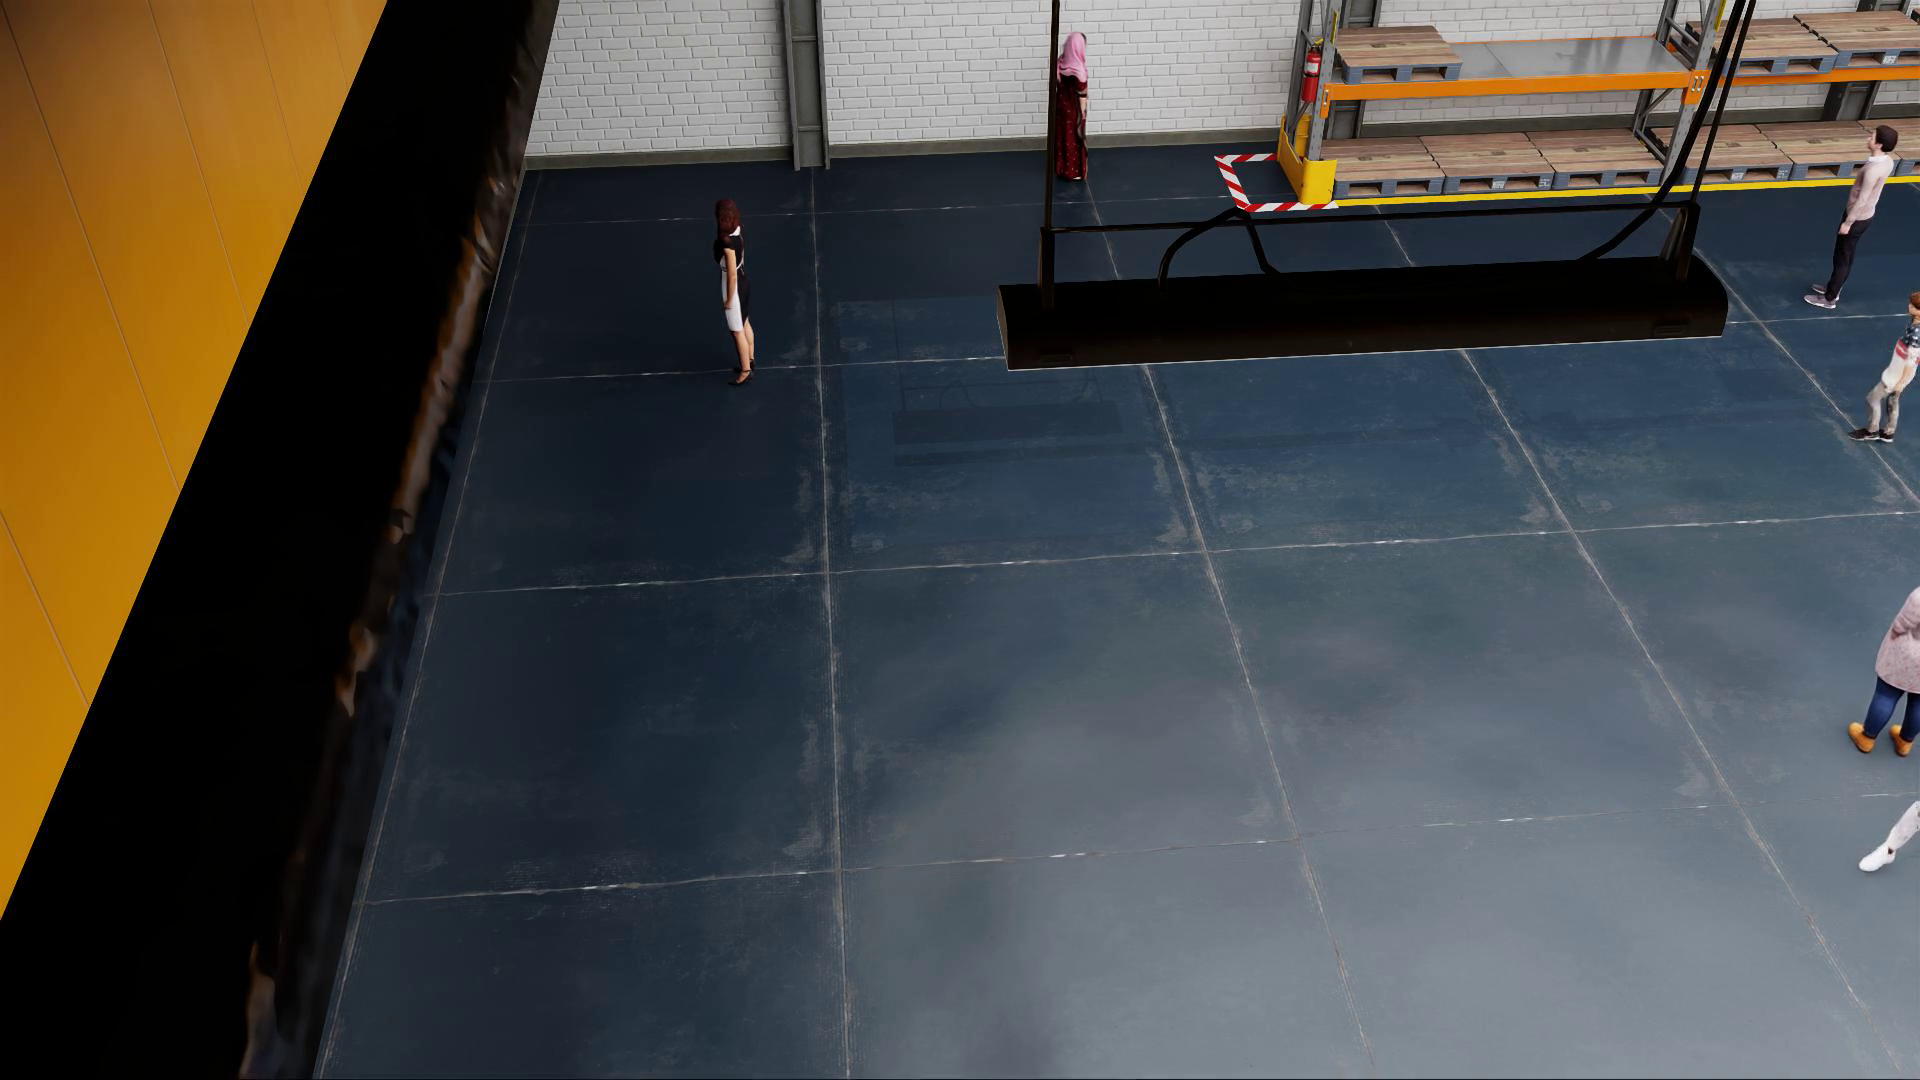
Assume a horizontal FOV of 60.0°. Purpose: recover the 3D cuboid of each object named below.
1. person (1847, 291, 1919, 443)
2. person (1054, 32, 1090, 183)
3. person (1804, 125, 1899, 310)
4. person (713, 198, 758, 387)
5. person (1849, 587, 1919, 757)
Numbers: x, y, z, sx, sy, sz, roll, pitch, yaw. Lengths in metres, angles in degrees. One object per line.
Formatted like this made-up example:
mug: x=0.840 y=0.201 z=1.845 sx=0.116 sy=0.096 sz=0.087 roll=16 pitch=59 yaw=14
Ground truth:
person: x=7.969 y=-1.417 z=13.951 sx=0.712 sy=1.428 sz=0.658 roll=19 pitch=42 yaw=22
person: x=1.188 y=-4.644 z=17.830 sx=0.745 sy=1.631 sz=0.752 roll=-20 pitch=43 yaw=-23
person: x=8.459 y=-3.051 z=15.691 sx=0.761 sy=1.810 sz=0.705 roll=27 pitch=46 yaw=29
person: x=-1.974 y=-2.176 z=14.607 sx=0.551 sy=1.796 sz=0.624 roll=5 pitch=39 yaw=6
person: x=6.389 y=0.737 z=11.002 sx=0.637 sy=1.742 sz=0.797 roll=5 pitch=39 yaw=6
